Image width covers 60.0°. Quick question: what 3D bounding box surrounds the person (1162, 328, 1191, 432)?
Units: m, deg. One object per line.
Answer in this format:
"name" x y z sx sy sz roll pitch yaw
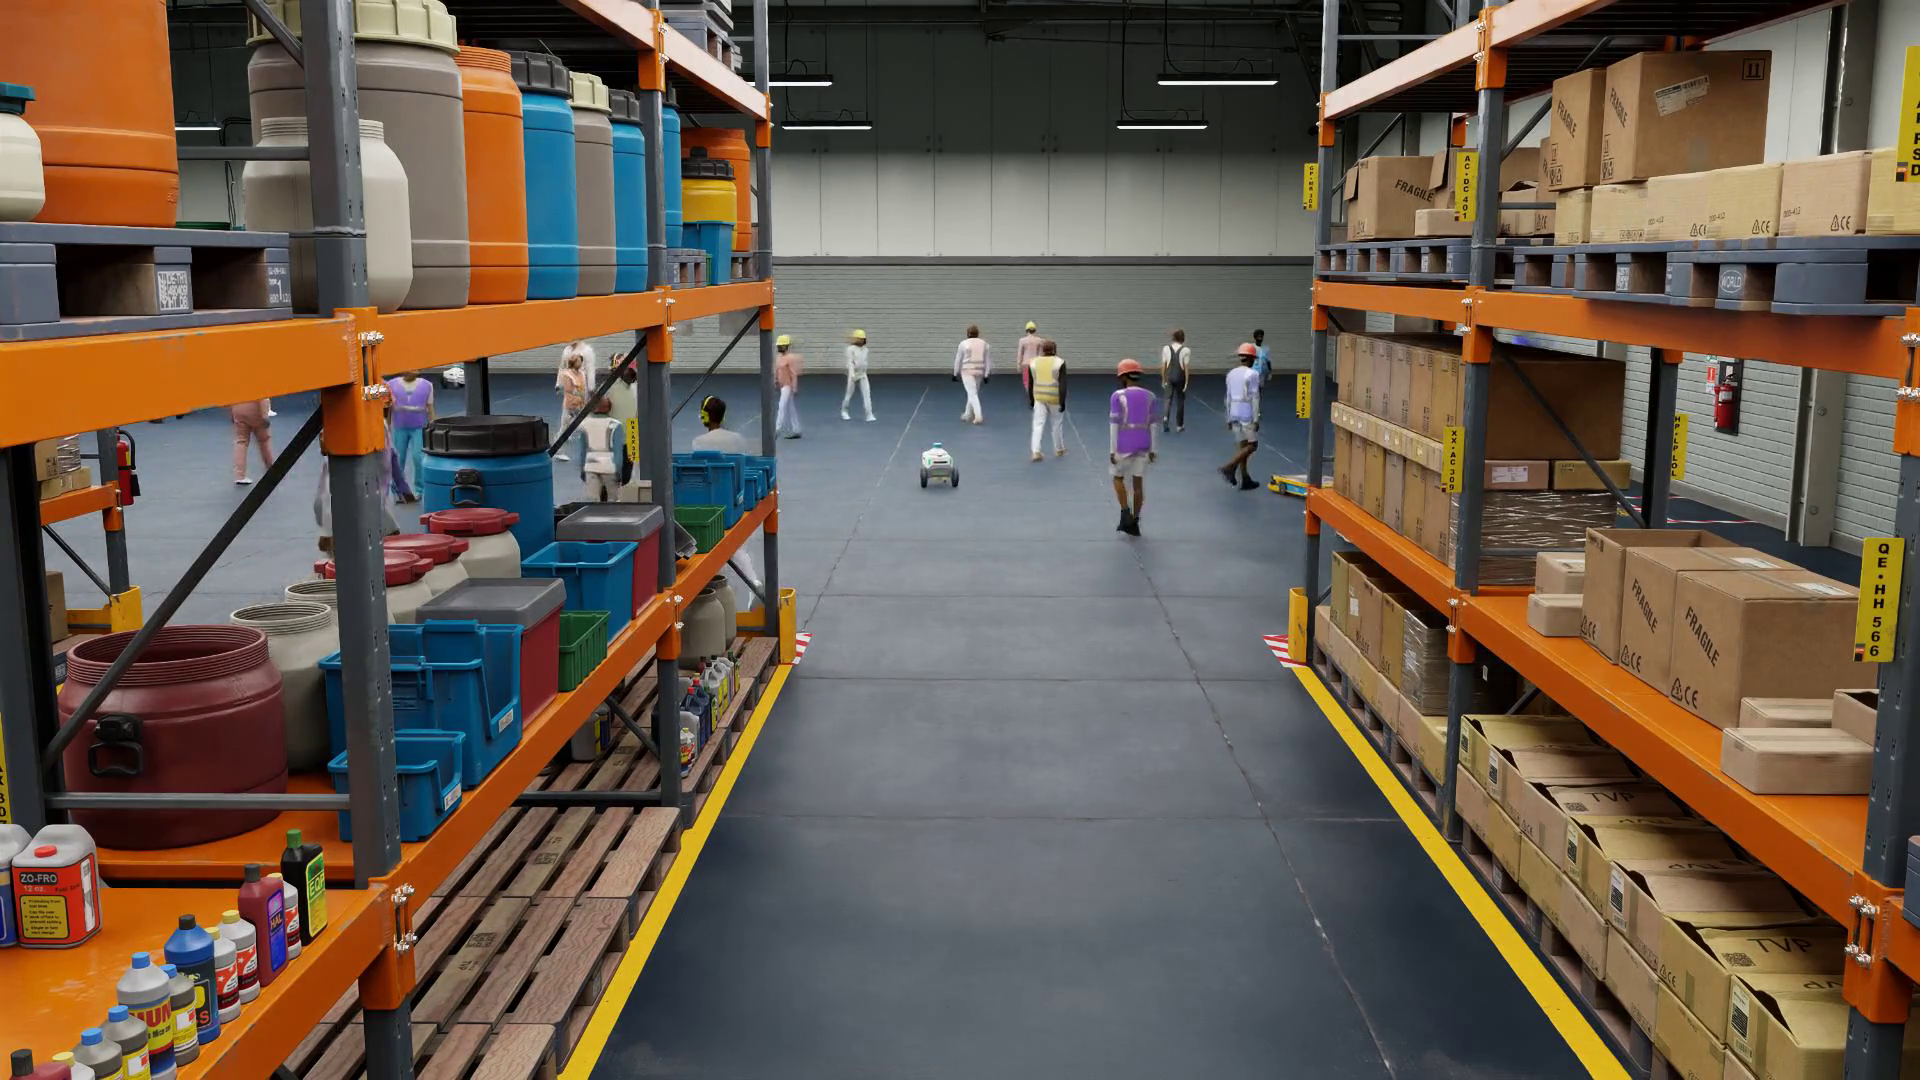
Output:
"person" 3.739 -2.780 28.968 0.521 1.822 0.838 3 10 20

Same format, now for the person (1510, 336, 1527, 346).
"person" 7.948 -1.925 23.549 0.612 1.919 0.837 -3 10 -15

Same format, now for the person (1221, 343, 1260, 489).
"person" 3.671 -1.615 21.706 0.600 1.908 0.585 -6 11 -33

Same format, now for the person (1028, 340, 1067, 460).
"person" 1.317 -2.110 25.081 0.653 1.791 0.956 4 10 23

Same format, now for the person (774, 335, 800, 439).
"person" -3.014 -2.542 27.813 0.844 1.734 0.529 -6 11 -31

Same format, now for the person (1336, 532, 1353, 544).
"person" 4.194 -0.713 17.235 0.528 1.599 0.845 -6 11 -33

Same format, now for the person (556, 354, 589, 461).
"person" -5.695 -1.960 24.734 0.872 1.590 0.537 4 10 25

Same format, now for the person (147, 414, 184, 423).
"person" -14.722 -3.114 30.664 0.631 1.918 0.565 1 10 8

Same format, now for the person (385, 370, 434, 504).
"person" -6.766 -1.353 20.473 0.574 1.810 0.476 -3 10 -15

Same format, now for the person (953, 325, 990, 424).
"person" 0.224 -3.062 30.741 0.637 1.797 0.960 -6 11 -30

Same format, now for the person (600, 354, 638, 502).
"person" -3.758 -1.087 18.419 0.528 1.951 0.691 6 11 32

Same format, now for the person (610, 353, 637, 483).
"person" -4.152 -1.355 20.339 0.403 1.853 0.516 3 10 20

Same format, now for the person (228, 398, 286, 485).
"person" -9.456 -1.683 22.231 0.669 1.869 0.824 2 10 12

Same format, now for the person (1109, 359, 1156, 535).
"person" 1.872 -1.018 18.169 0.571 1.901 0.454 -3 10 -17

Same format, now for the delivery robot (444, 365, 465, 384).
"delivery robot" -11.861 -3.874 39.136 0.477 0.478 0.707 -8 13 -41

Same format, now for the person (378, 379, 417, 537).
"person" -4.817 -0.369 13.952 0.701 2.003 0.652 -2 10 -12

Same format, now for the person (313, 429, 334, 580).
"person" -4.778 -0.117 13.106 0.883 1.793 0.587 -2 10 -12

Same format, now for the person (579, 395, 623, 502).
"person" -3.737 -0.708 17.177 0.524 1.609 0.703 2 10 12

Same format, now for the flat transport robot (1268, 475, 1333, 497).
"flat transport robot" 4.525 -0.667 21.058 0.652 0.197 1.431 -3 10 -17

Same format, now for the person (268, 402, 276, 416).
"person" -13.513 -3.321 32.078 0.518 1.861 0.326 1 10 4

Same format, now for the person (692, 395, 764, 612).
"person" -1.985 -0.292 13.997 0.526 1.850 0.782 -9 13 -42

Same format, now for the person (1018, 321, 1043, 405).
"person" 1.465 -3.634 34.306 0.528 1.746 0.713 -2 10 -12

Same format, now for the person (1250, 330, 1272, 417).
"person" 5.700 -3.153 31.600 0.558 1.668 0.709 -3 10 -19

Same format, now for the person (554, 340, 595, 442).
"person" -6.378 -2.543 27.410 0.659 1.854 0.975 8 12 38

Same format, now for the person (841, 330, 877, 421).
"person" -1.933 -3.097 31.216 0.487 1.699 0.898 -7 12 -35

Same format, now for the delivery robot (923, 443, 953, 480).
"delivery robot" -0.302 -1.047 22.206 0.477 0.478 0.707 -1 10 -7
